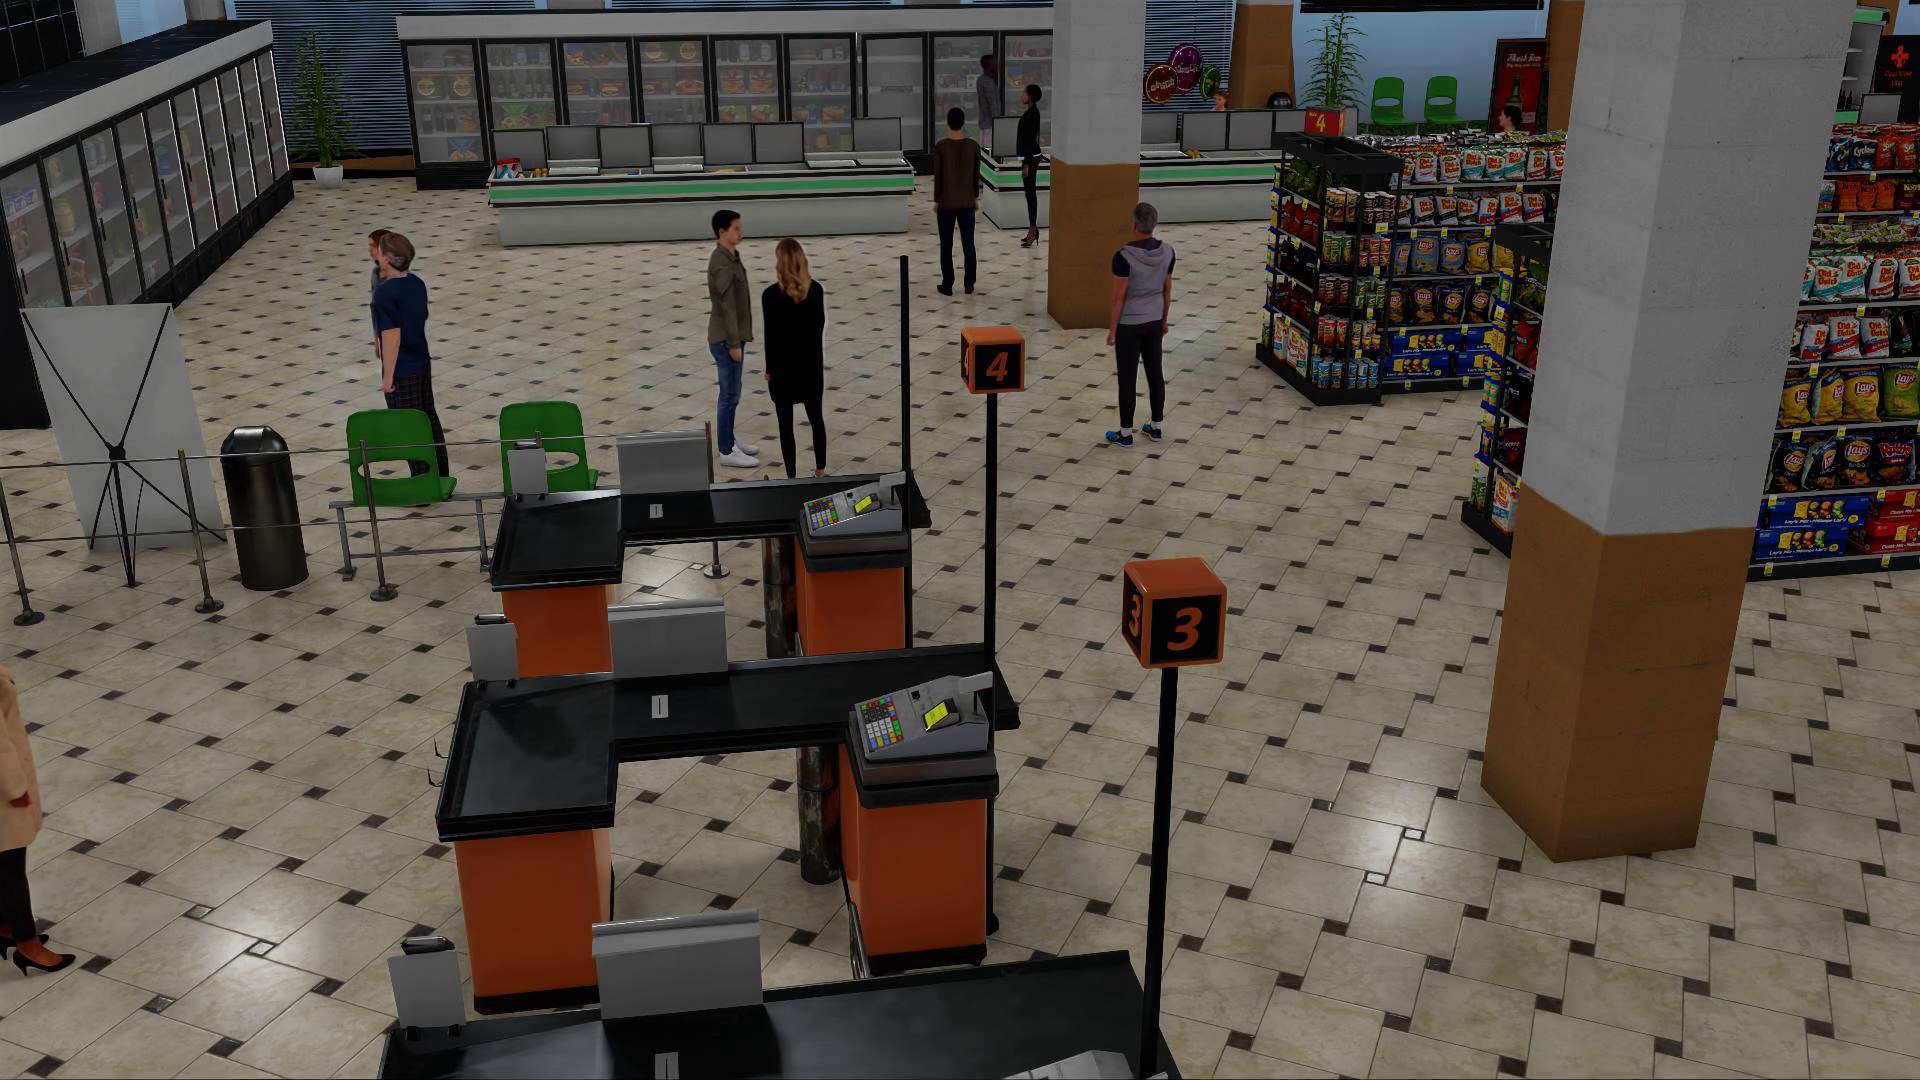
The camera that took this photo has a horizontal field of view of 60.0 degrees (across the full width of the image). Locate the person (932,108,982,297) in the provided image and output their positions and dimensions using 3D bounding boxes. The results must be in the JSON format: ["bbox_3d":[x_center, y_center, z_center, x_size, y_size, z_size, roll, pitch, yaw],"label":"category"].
[{"bbox_3d":[-0.041,-3.458,17.010,0.512,1.887,0.721,-6,23,-14],"label":"person"}]

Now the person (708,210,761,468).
[{"bbox_3d":[-1.687,-1.470,12.090,0.578,1.867,0.714,-2,22,-6],"label":"person"}]

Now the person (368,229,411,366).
[{"bbox_3d":[-4.122,-1.448,12.257,0.674,1.700,0.735,14,26,32],"label":"person"}]

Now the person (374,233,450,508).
[{"bbox_3d":[-3.751,-1.160,11.310,0.693,1.872,0.733,5,22,12],"label":"person"}]

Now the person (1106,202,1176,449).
[{"bbox_3d":[1.359,-1.615,12.503,0.635,1.828,0.824,-12,25,-27],"label":"person"}]

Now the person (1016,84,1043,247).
[{"bbox_3d":[0.813,-4.348,19.295,0.616,1.834,0.665,3,22,7],"label":"person"}]

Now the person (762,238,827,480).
[{"bbox_3d":[-1.132,-1.179,11.454,0.574,1.801,0.727,-13,25,-30],"label":"person"}]

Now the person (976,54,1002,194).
[{"bbox_3d":[0.368,-5.579,22.352,0.583,1.839,0.700,-6,23,-15],"label":"person"}]

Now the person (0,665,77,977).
[{"bbox_3d":[-3.753,0.911,6.411,0.736,1.682,0.720,-20,30,-41],"label":"person"}]
